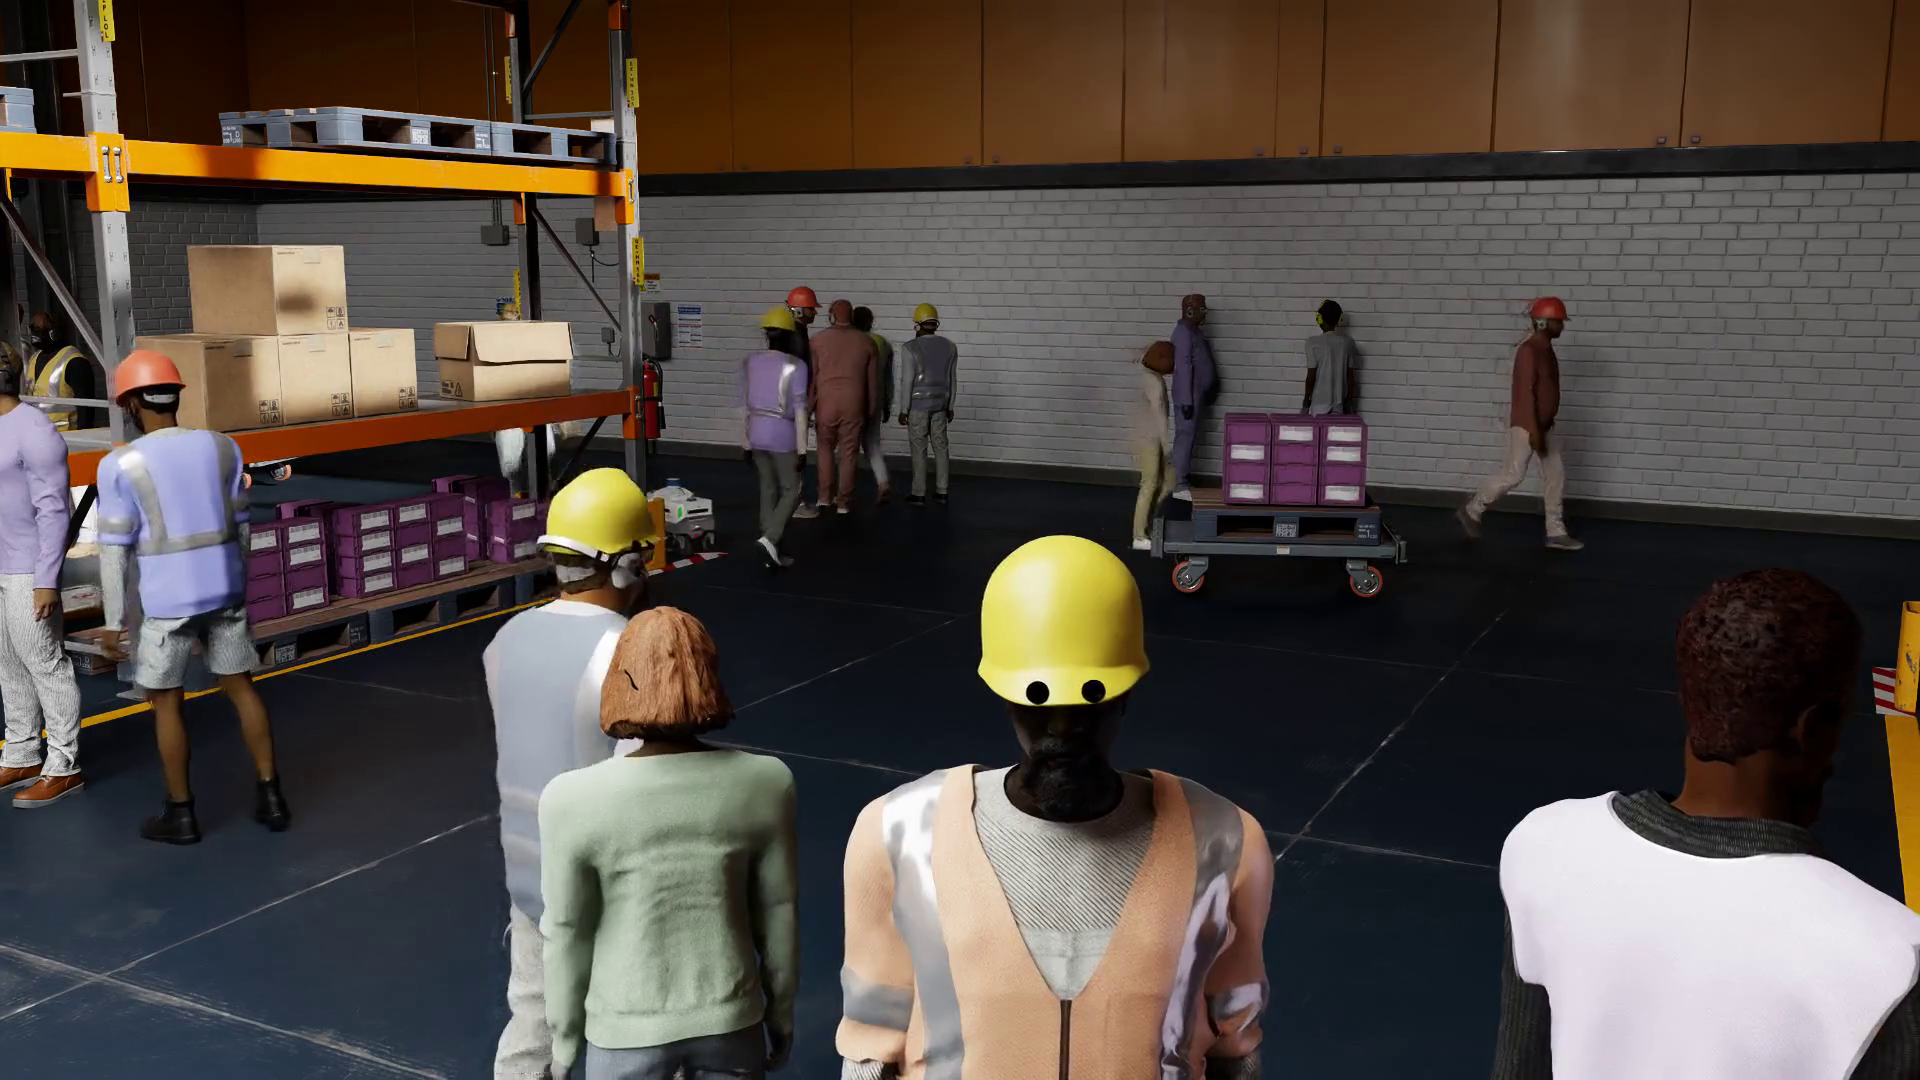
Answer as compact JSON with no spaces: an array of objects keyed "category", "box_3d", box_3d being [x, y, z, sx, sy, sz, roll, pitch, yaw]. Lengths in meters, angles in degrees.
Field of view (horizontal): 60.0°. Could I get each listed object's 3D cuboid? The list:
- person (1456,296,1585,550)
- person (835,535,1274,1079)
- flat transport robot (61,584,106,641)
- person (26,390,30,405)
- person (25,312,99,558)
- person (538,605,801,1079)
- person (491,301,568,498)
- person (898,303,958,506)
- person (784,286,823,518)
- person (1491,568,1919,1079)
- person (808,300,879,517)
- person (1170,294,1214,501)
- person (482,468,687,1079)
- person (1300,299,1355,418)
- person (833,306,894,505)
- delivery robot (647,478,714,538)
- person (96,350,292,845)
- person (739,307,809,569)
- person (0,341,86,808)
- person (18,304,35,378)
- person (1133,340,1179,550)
[{"category":"person","box_3d":[4.384,-0.914,12.912,0.924,1.961,0.609,9,13,41]},{"category":"person","box_3d":[0.127,0.941,2.252,0.584,1.928,0.374,0,10,-2]},{"category":"flat transport robot","box_3d":[-5.357,0.462,9.819,0.652,0.197,1.431,5,11,28]},{"category":"person","box_3d":[-5.784,-0.311,9.790,0.605,1.819,0.735,2,10,10]},{"category":"person","box_3d":[-6.763,-0.784,12.492,0.634,1.841,0.429,5,11,29]},{"category":"person","box_3d":[-0.540,0.933,3.182,0.494,1.624,0.288,-4,11,-23]},{"category":"person","box_3d":[-3.499,-0.988,13.537,0.674,1.907,0.624,1,10,7]},{"category":"person","box_3d":[-0.307,-1.226,15.075,0.602,1.830,0.404,-7,12,-35]},{"category":"person","box_3d":[-1.378,-1.194,14.421,0.397,1.992,0.622,-1,10,-7]},{"category":"person","box_3d":[0.905,0.982,2.061,0.392,1.914,0.587,-6,11,-31]},{"category":"person","box_3d":[-1.041,-1.149,14.530,0.664,1.864,0.687,-1,10,-9]},{"category":"person","box_3d":[2.145,-1.319,15.397,0.405,1.906,0.653,2,10,12]},{"category":"person","box_3d":[-0.760,0.741,3.760,0.627,1.803,0.851,7,12,36]},{"category":"person","box_3d":[3.268,-1.200,14.822,0.533,1.868,0.310,-3,10,-19]},{"category":"person","box_3d":[-0.886,-1.191,14.958,0.629,1.816,0.543,-4,11,-24]},{"category":"delivery robot","box_3d":[-2.191,-0.232,12.744,0.477,0.478,0.707,-8,13,-40]},{"category":"person","box_3d":[-2.972,0.229,6.422,0.539,1.909,0.655,9,13,41]},{"category":"person","box_3d":[-1.337,-0.710,11.909,0.593,1.902,0.518,5,11,28]},{"category":"person","box_3d":[-3.921,0.135,6.893,0.631,1.940,0.372,6,11,29]},{"category":"person","box_3d":[-7.676,-0.995,13.590,0.341,1.882,0.586,-6,12,-33]},{"category":"person","box_3d":[1.502,-0.717,12.764,0.389,1.619,0.502,1,10,8]}]
